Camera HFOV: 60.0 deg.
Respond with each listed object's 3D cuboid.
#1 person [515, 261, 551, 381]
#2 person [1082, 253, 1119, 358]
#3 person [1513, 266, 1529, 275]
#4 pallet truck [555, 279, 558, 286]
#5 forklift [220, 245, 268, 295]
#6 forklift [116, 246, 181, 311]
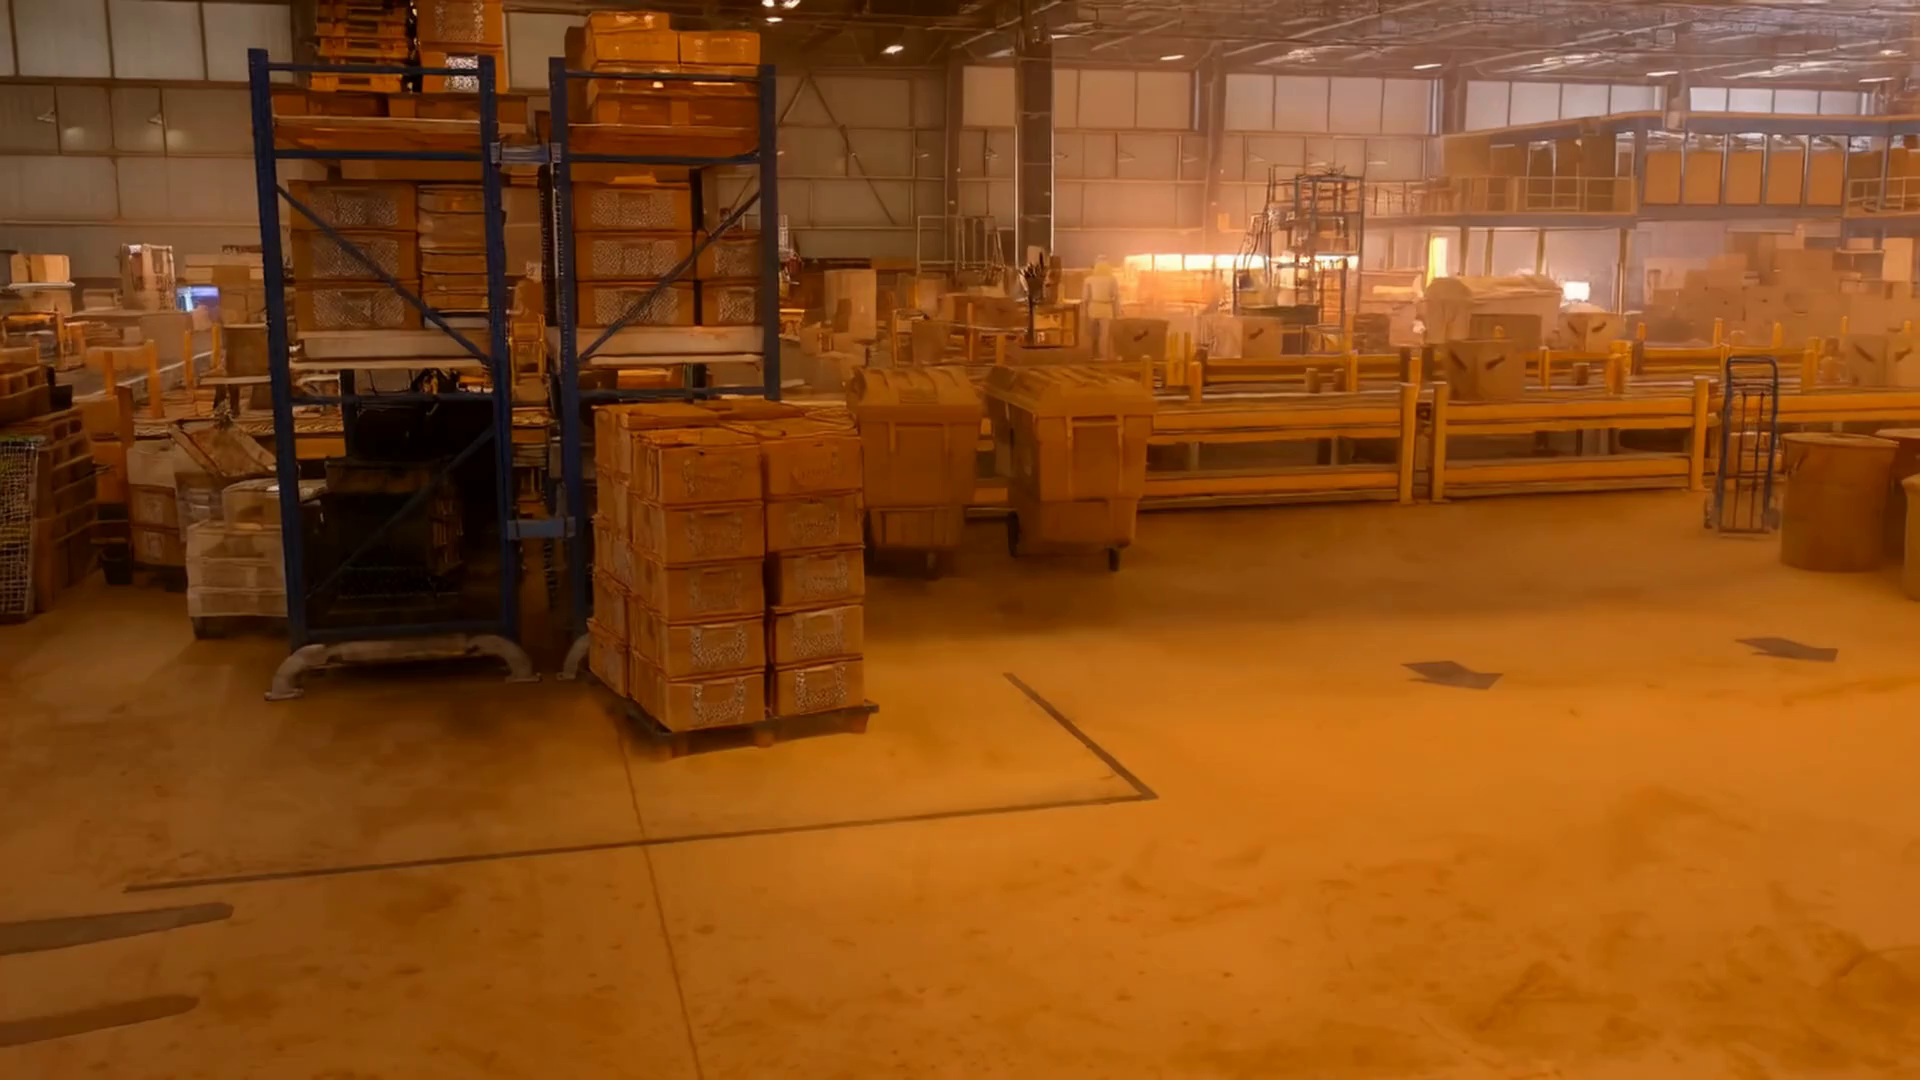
[{"bbox_3d":[-6.705,-3.448,26.267,0.647,1.899,0.399,1,10,4],"label":"person"},{"bbox_3d":[2.286,-3.700,27.355,0.609,2.023,0.866,3,10,15],"label":"person"},{"bbox_3d":[10.170,-4.082,30.230,0.585,1.774,0.974,-8,13,-40],"label":"person"},{"bbox_3d":[-10.604,-6.375,44.520,0.653,1.274,1.630,-3,10,-15],"label":"pallet truck"},{"bbox_3d":[-17.749,-6.334,41.440,1.157,1.987,2.680,-3,10,-17],"label":"forklift"},{"bbox_3d":[-19.966,-6.232,40.894,1.157,1.987,2.680,-3,10,-15],"label":"forklift"}]
